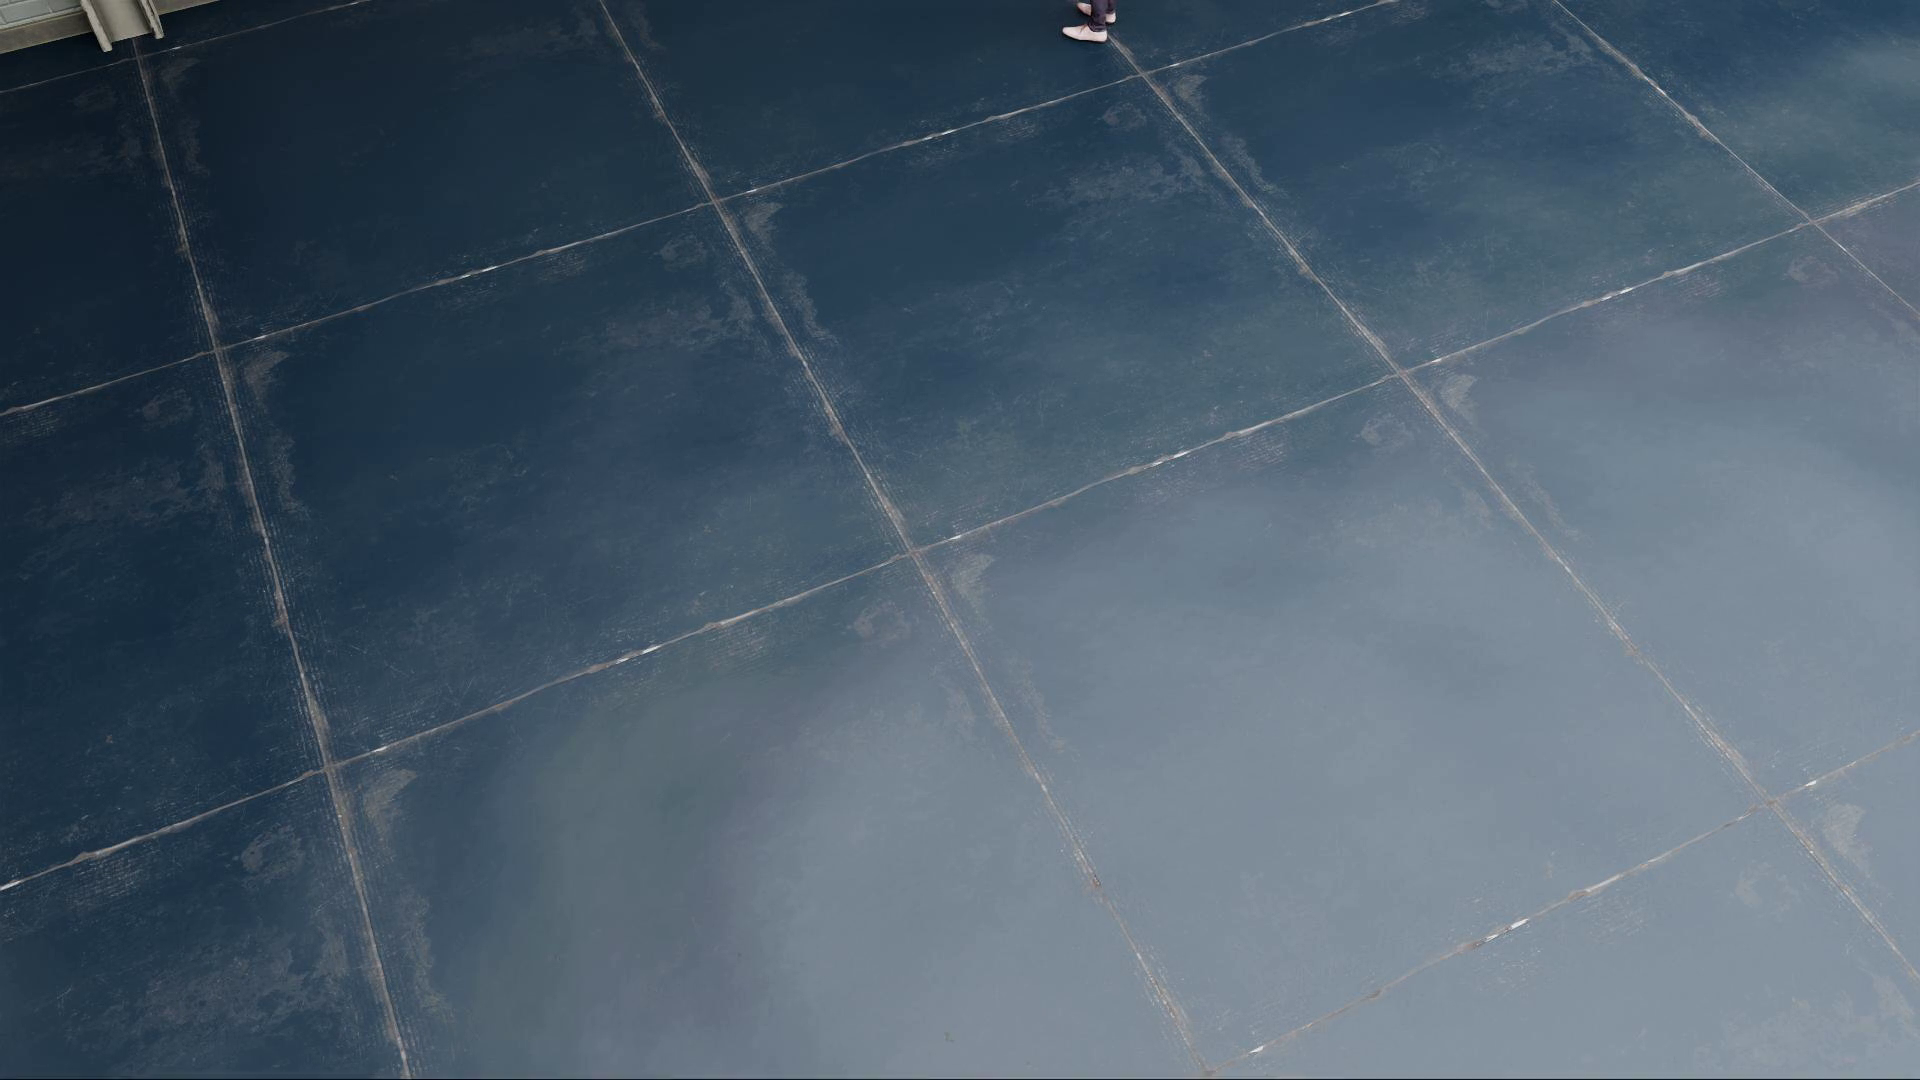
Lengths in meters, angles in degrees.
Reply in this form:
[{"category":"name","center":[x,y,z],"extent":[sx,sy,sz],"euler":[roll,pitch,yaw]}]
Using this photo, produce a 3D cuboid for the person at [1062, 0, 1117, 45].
[{"category":"person","center":[0.909,-4.034,10.587],"extent":[0.838,1.823,0.763],"euler":[19,55,14]}]
